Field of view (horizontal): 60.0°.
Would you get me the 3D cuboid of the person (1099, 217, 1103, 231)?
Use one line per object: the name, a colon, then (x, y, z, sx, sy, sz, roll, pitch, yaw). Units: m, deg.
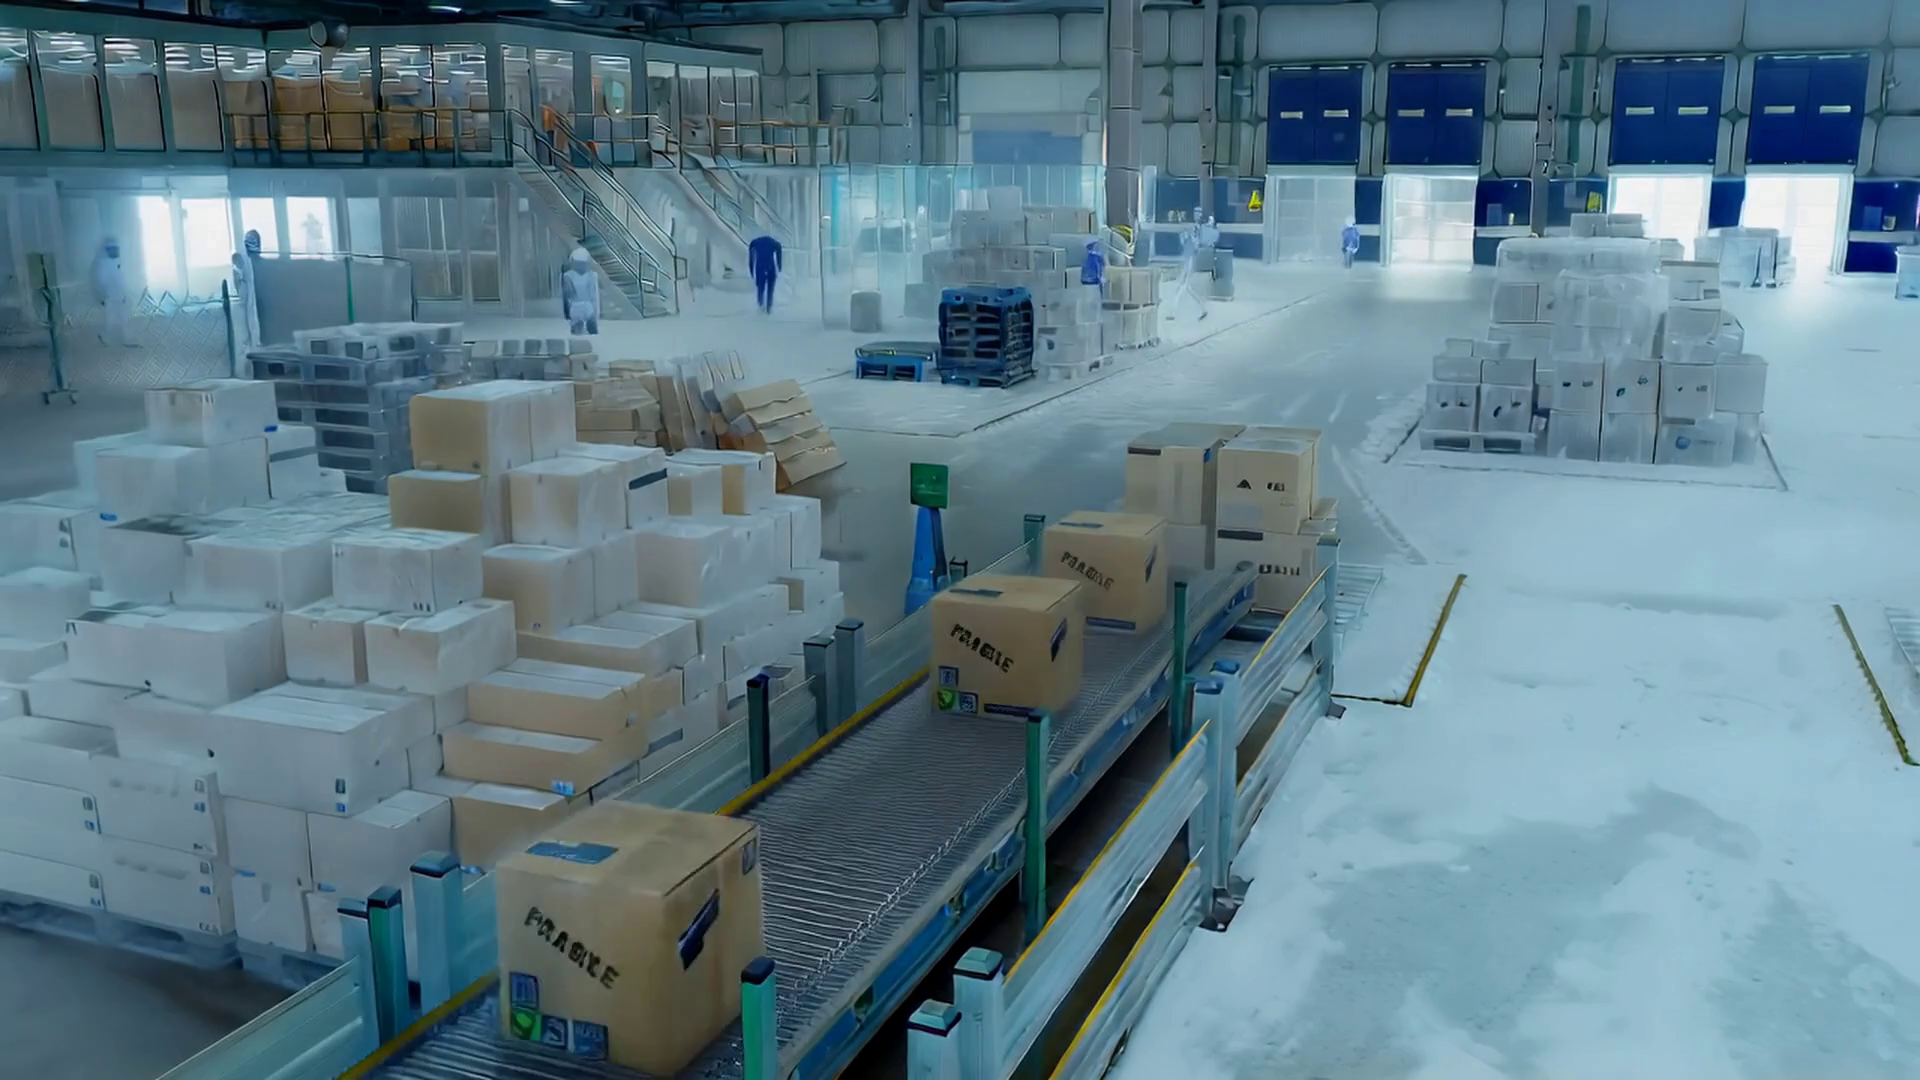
person: (4.458, -9.324, 51.418, 0.758, 1.817, 0.632, -5, 14, -22)

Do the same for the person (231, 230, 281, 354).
person: (-11.608, -4.104, 27.496, 0.688, 2.000, 0.536, -2, 13, -9)

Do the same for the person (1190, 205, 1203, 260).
person: (7.290, -9.414, 51.580, 0.500, 1.920, 0.561, 9, 15, 35)

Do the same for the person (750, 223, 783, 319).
person: (-3.931, -5.477, 33.910, 0.664, 1.925, 0.484, 1, 13, 4)

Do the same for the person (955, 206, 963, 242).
person: (-0.008, -8.460, 47.141, 0.617, 1.993, 0.388, 4, 13, 19)

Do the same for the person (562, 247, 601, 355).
person: (-5.509, -3.298, 24.162, 0.548, 1.919, 0.717, -8, 15, -32)

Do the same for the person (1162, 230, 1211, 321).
person: (4.584, -5.281, 33.251, 0.941, 1.836, 0.529, 1, 13, 6)

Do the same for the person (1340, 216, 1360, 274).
person: (11.315, -8.570, 48.314, 0.557, 1.676, 0.529, 4, 13, 16)

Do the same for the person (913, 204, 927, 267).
person: (-1.213, -9.515, 51.975, 0.609, 1.948, 0.389, -11, 17, -41)

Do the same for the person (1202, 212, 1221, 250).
person: (7.548, -8.922, 49.772, 0.532, 1.740, 0.723, -4, 13, -17)

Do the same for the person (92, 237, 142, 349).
person: (-14.368, -4.174, 28.144, 0.886, 1.900, 0.594, 2, 13, 8)

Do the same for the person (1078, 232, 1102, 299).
person: (2.054, -3.850, 26.369, 0.385, 2.042, 0.624, 3, 13, 15)
